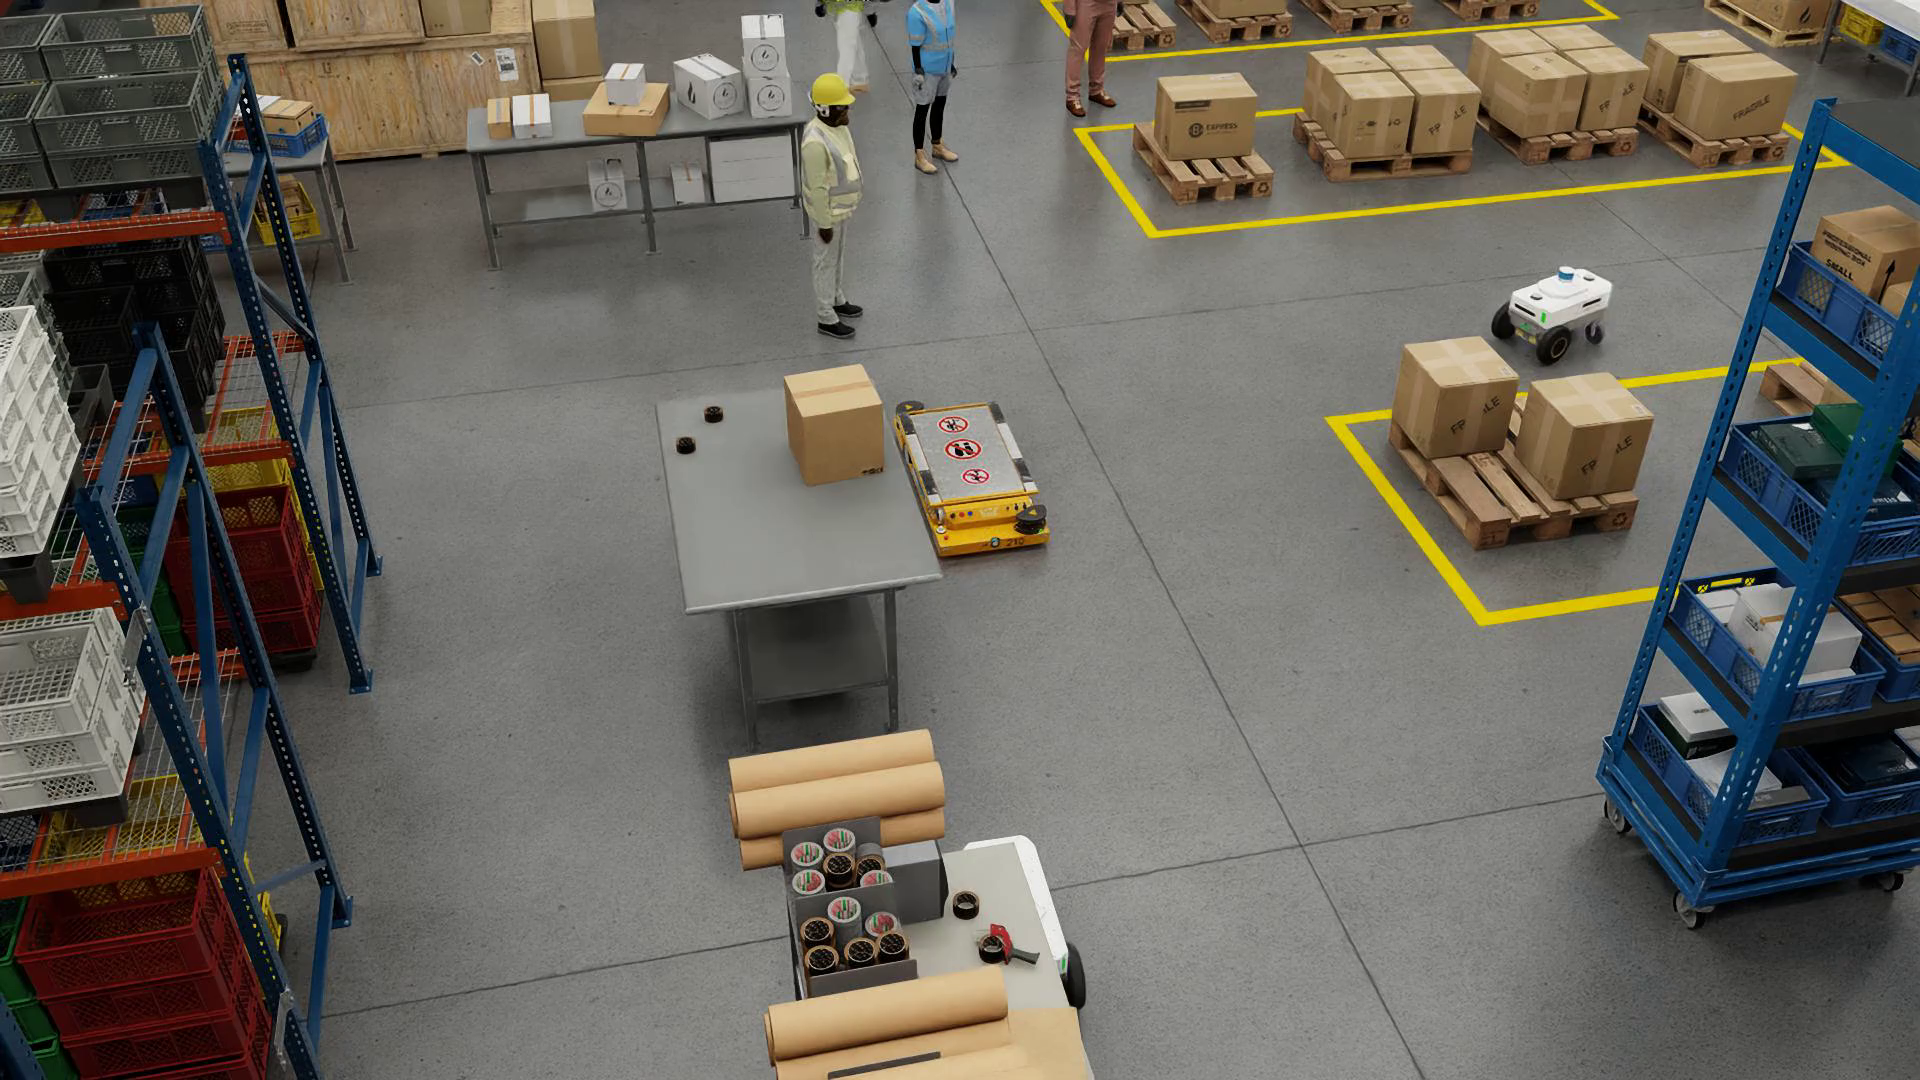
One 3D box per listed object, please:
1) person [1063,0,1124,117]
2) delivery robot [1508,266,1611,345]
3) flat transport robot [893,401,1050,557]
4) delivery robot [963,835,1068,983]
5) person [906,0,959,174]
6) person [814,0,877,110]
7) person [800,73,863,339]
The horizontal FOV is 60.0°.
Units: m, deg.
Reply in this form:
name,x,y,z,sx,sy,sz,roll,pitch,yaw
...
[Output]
name,x,y,z,sx,sy,sz,roll,pitch,yaw
person,1.177,-4.661,14.435,0.652,1.906,0.405,-24,43,-29
delivery robot,4.121,-1.643,11.427,0.707,0.478,0.477,-21,41,-25
flat transport robot,0.046,-0.430,10.108,0.652,0.197,1.431,-8,37,-10
delivery robot,0.222,1.590,7.082,0.477,0.478,0.707,-7,37,-9
person,-0.214,-3.845,13.512,0.318,1.697,0.535,24,43,29
person,-1.075,-4.675,14.564,0.799,1.791,0.649,-30,46,-34
person,-0.856,-2.278,11.291,0.404,1.834,0.591,7,37,9
